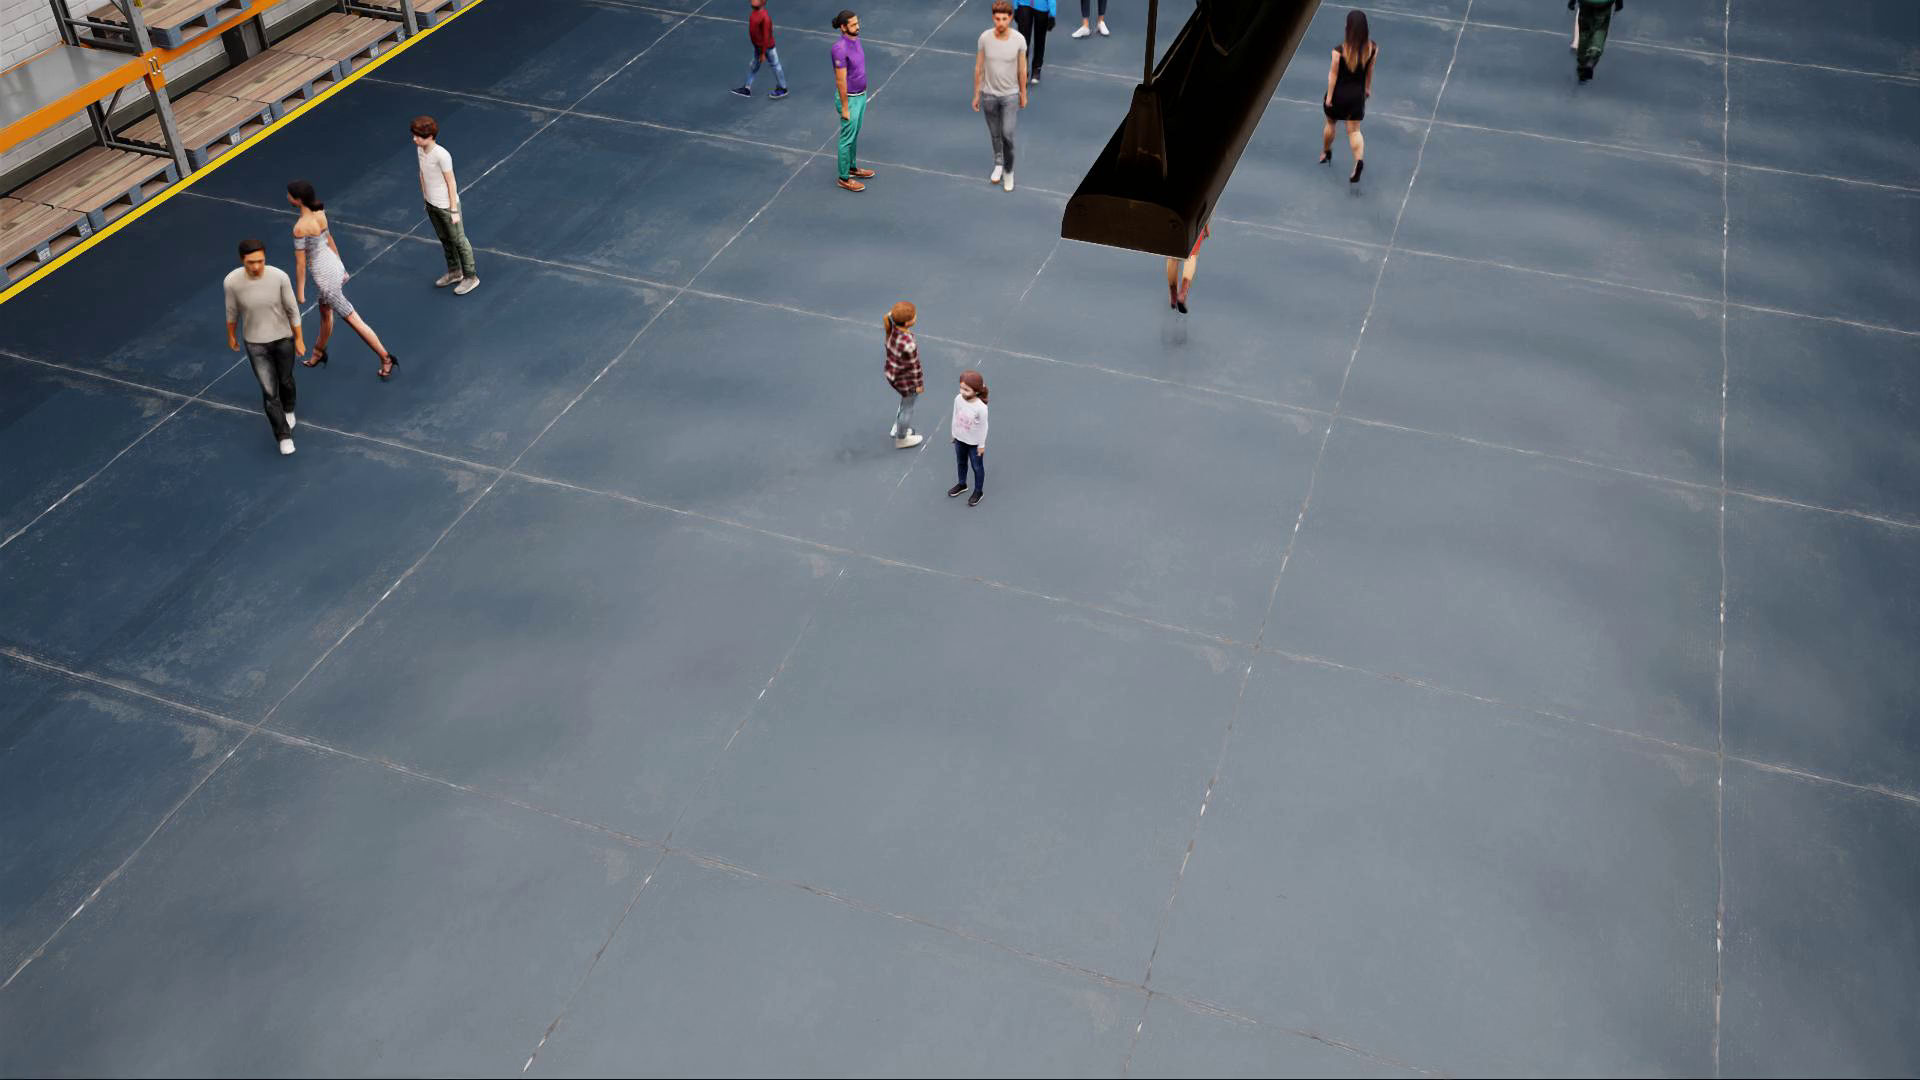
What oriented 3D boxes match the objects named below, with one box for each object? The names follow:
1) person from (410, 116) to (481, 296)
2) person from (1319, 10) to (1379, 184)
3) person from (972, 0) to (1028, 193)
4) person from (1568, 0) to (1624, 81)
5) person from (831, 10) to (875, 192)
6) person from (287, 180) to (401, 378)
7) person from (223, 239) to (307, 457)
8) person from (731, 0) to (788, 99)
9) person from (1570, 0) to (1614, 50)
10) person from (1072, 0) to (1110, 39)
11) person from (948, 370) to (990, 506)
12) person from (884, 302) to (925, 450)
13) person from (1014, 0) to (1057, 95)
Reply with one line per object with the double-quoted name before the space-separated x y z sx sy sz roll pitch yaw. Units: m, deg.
"person" -4.577 -2.977 14.740 0.643 1.653 0.625 25 45 28
"person" 3.864 -4.329 16.409 0.994 1.683 1.157 -7 39 -9
"person" 0.415 -4.430 16.380 0.696 1.876 0.751 9 39 11
"person" 6.980 -5.897 18.269 0.765 1.813 0.860 15 41 18
"person" -1.088 -4.345 16.361 0.697 1.767 0.514 11 40 13
"person" -5.019 -2.063 13.504 0.876 1.768 1.082 2 39 3
"person" -5.376 -1.608 12.934 1.098 1.767 1.170 -13 40 -15
"person" -2.072 -5.398 18.114 0.910 1.225 0.825 -19 42 -22
"person" 7.350 -6.418 18.960 0.600 1.763 0.550 11 40 14
"person" 1.610 -6.786 19.394 0.617 1.798 0.689 8 39 10
"person" 0.072 -0.781 12.424 0.501 1.111 0.537 25 45 28
"person" -0.489 -1.262 12.879 0.678 1.296 0.623 -18 42 -21
"person" 0.837 -5.841 18.245 0.796 1.755 1.135 5 39 6
